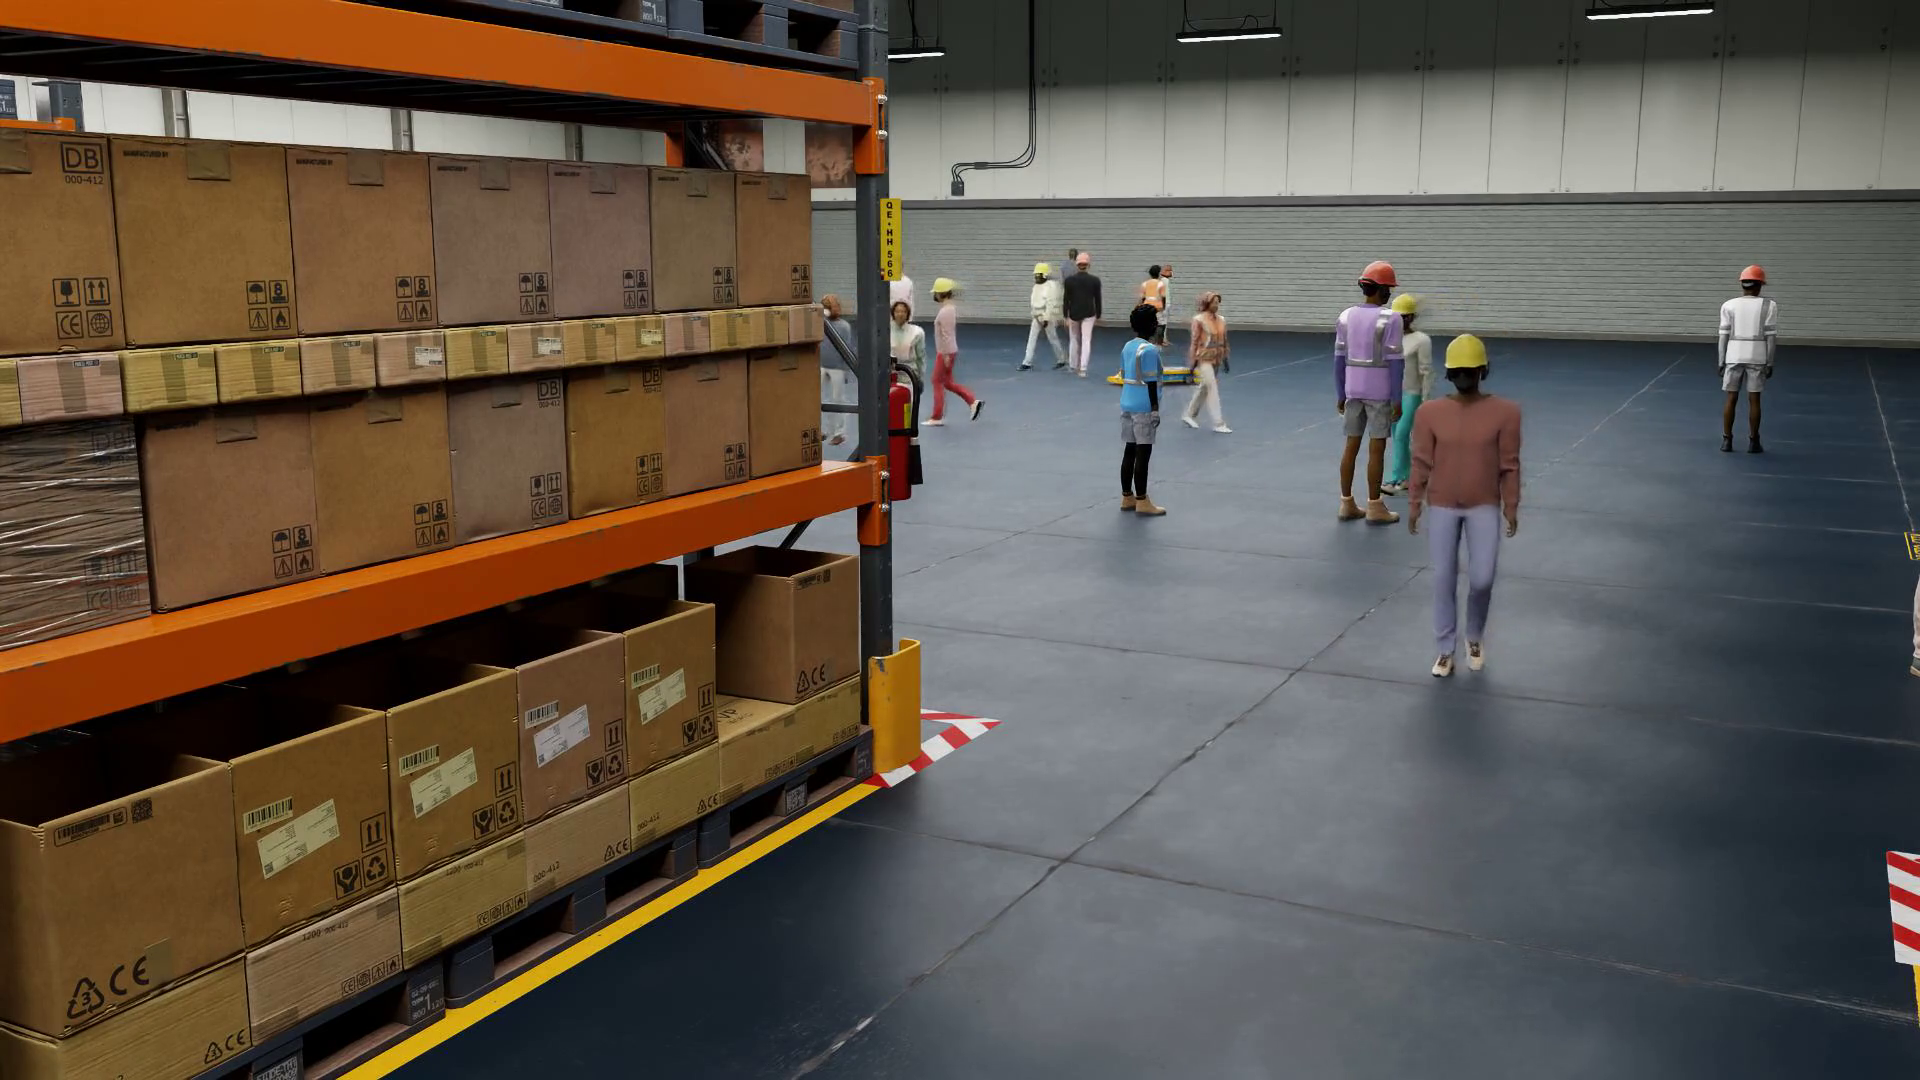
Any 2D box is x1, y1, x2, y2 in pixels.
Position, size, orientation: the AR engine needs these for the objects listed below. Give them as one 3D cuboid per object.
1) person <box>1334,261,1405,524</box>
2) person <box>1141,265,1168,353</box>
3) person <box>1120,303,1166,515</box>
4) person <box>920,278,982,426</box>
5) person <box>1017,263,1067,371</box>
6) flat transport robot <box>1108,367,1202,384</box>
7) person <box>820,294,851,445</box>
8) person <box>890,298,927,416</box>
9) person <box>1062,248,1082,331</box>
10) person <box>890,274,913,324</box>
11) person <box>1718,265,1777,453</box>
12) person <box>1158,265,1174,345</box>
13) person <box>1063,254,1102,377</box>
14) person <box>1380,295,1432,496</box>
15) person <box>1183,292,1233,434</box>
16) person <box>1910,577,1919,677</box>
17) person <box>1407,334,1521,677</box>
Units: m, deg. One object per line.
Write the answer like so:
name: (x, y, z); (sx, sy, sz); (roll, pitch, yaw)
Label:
person: (3.219, -1.150, 13.009); (0.394, 2.041, 0.612); (-8, 13, -38)
person: (3.705, -4.339, 31.371); (0.558, 1.671, 0.656); (7, 12, 33)
person: (1.467, -1.049, 13.404); (0.319, 1.697, 0.533); (-4, 11, -19)
person: (-0.119, -2.206, 19.556); (0.645, 1.749, 0.534); (2, 11, 9)
person: (1.395, -3.689, 27.548); (0.923, 1.793, 0.584); (-8, 13, -37)
flat transport robot: (3.021, -2.488, 25.138); (1.431, 0.197, 0.652); (-5, 11, -24)
person: (-1.405, -1.798, 17.686); (0.537, 1.608, 0.564); (6, 12, 29)
person: (-0.591, -1.573, 16.429); (0.530, 1.626, 0.437); (0, 10, -1)
person: (2.642, -5.862, 38.993); (0.365, 1.939, 0.633); (-8, 13, -37)
person: (-1.037, -3.521, 26.365); (0.645, 1.892, 0.465); (-8, 13, -39)
person: (8.129, -1.861, 17.197); (0.542, 1.929, 0.374); (6, 12, 31)
person: (4.248, -4.848, 34.289); (0.280, 1.634, 0.498); (-1, 10, -6)
person: (1.961, -3.607, 26.683); (0.643, 1.933, 1.037); (0, 10, -2)
person: (3.757, -1.240, 14.378); (0.874, 1.728, 0.546); (-9, 14, -40)
person: (2.850, -2.049, 19.115); (0.525, 1.600, 0.837); (-9, 13, -39)
person: (5.095, -0.270, 8.334); (0.615, 1.997, 0.373); (-2, 11, -13)
person: (2.530, -0.160, 8.400); (0.542, 1.750, 0.374); (4, 11, 23)
